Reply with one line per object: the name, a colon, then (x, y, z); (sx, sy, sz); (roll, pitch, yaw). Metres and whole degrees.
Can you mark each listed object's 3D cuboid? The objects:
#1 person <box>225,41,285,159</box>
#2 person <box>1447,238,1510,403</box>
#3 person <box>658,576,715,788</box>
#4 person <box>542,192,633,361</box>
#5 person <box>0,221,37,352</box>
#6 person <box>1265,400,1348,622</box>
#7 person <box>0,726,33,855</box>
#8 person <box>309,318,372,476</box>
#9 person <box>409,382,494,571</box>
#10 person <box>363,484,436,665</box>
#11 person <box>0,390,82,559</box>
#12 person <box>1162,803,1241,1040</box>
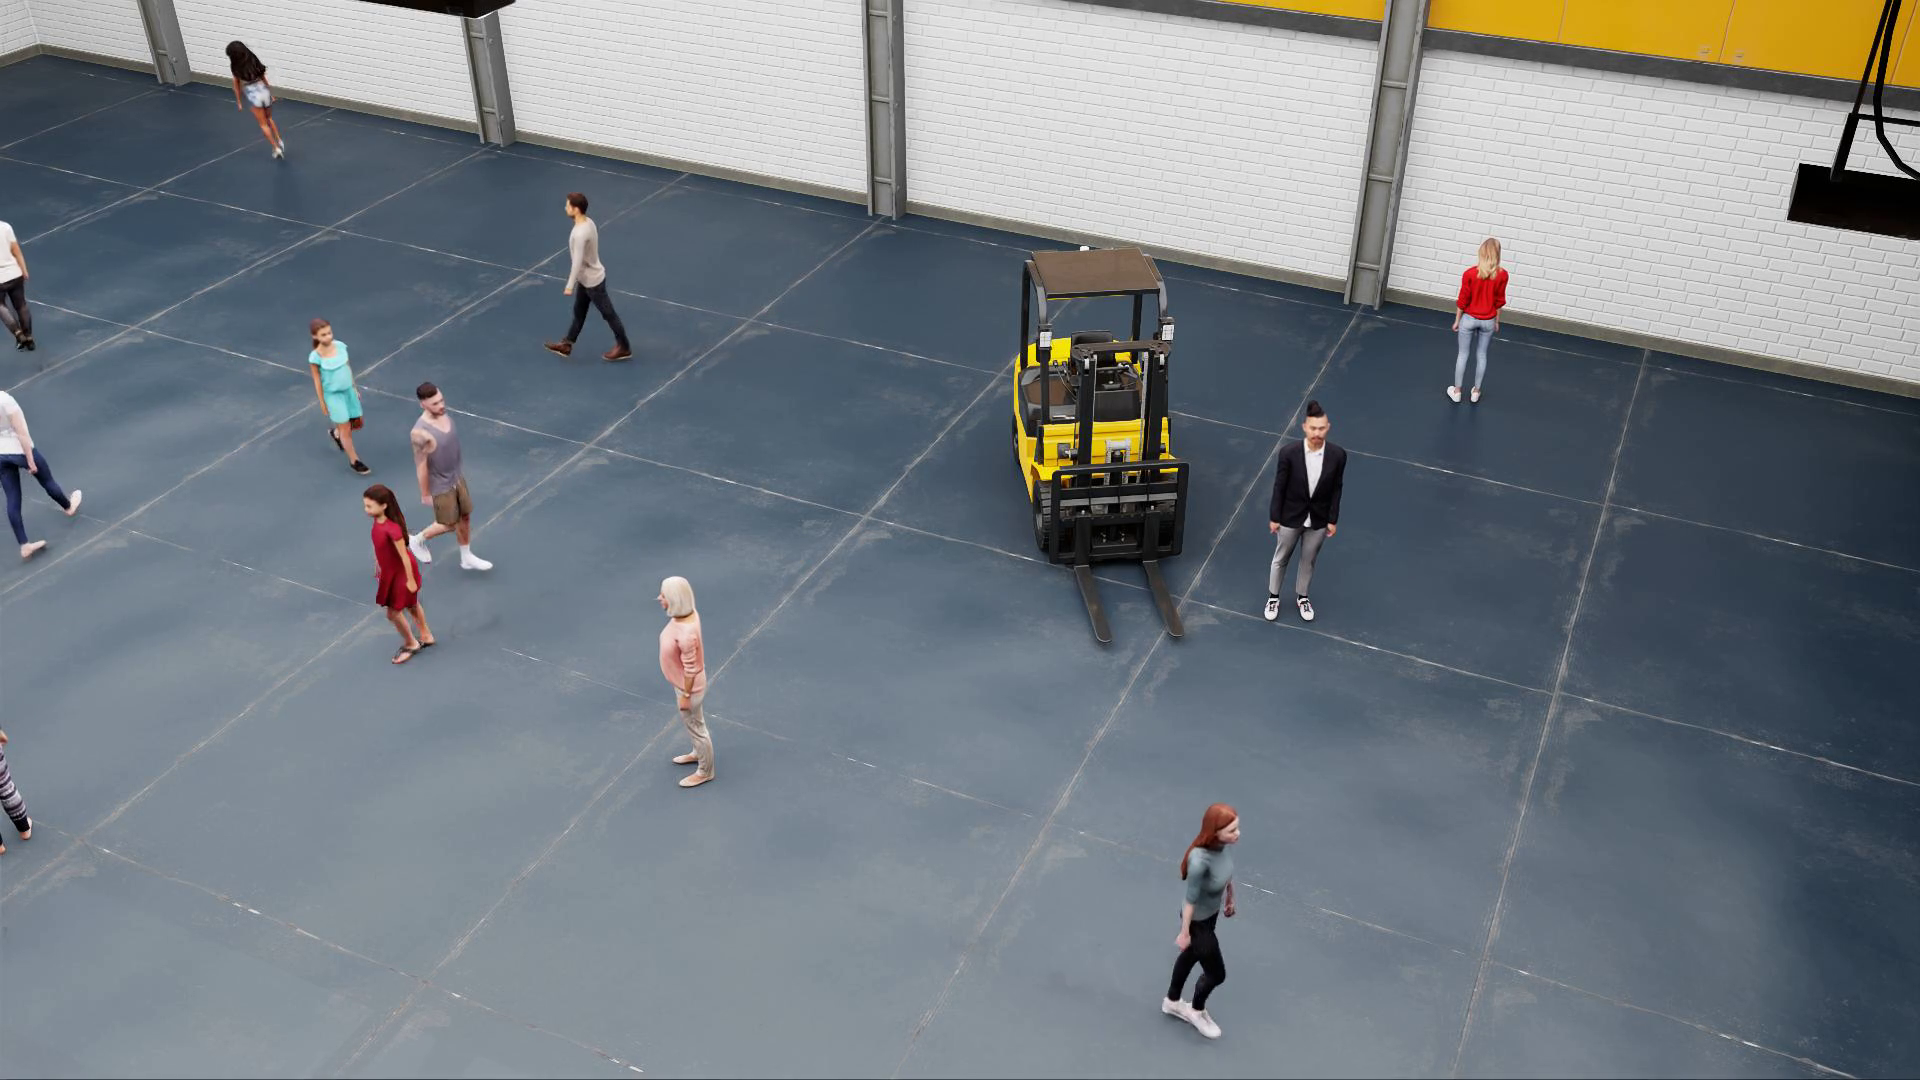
person: (-9.184, -5.764, 21.862); (0.652, 1.582, 0.613); (-29, 43, -36)
person: (5.075, -2.150, 16.315); (0.578, 1.703, 0.745); (2, 34, 3)
person: (-1.901, 0.968, 11.604); (0.727, 1.725, 0.679); (-9, 35, -14)
person: (-3.656, -2.629, 16.932); (1.215, 1.819, 1.076); (-7, 34, -10)
person: (-9.875, -2.721, 17.163); (0.762, 1.715, 0.795); (-27, 42, -34)
person: (2.734, -0.237, 13.216); (0.680, 1.948, 0.845); (2, 34, 3)
person: (-6.576, 1.355, 11.014); (0.637, 1.734, 0.675); (29, 43, 36)
person: (-5.732, -1.350, 15.247); (0.864, 1.552, 0.661); (23, 40, 31)
person: (-4.312, -0.505, 13.622); (0.979, 1.825, 0.760); (7, 34, 10)
person: (-4.291, 0.222, 12.917); (0.745, 1.514, 0.695); (-25, 41, -33)
person: (-8.045, -0.635, 14.050); (1.136, 1.687, 0.919); (4, 34, 6)
person: (1.342, 2.191, 9.763); (0.670, 1.726, 0.660); (19, 38, 27)
